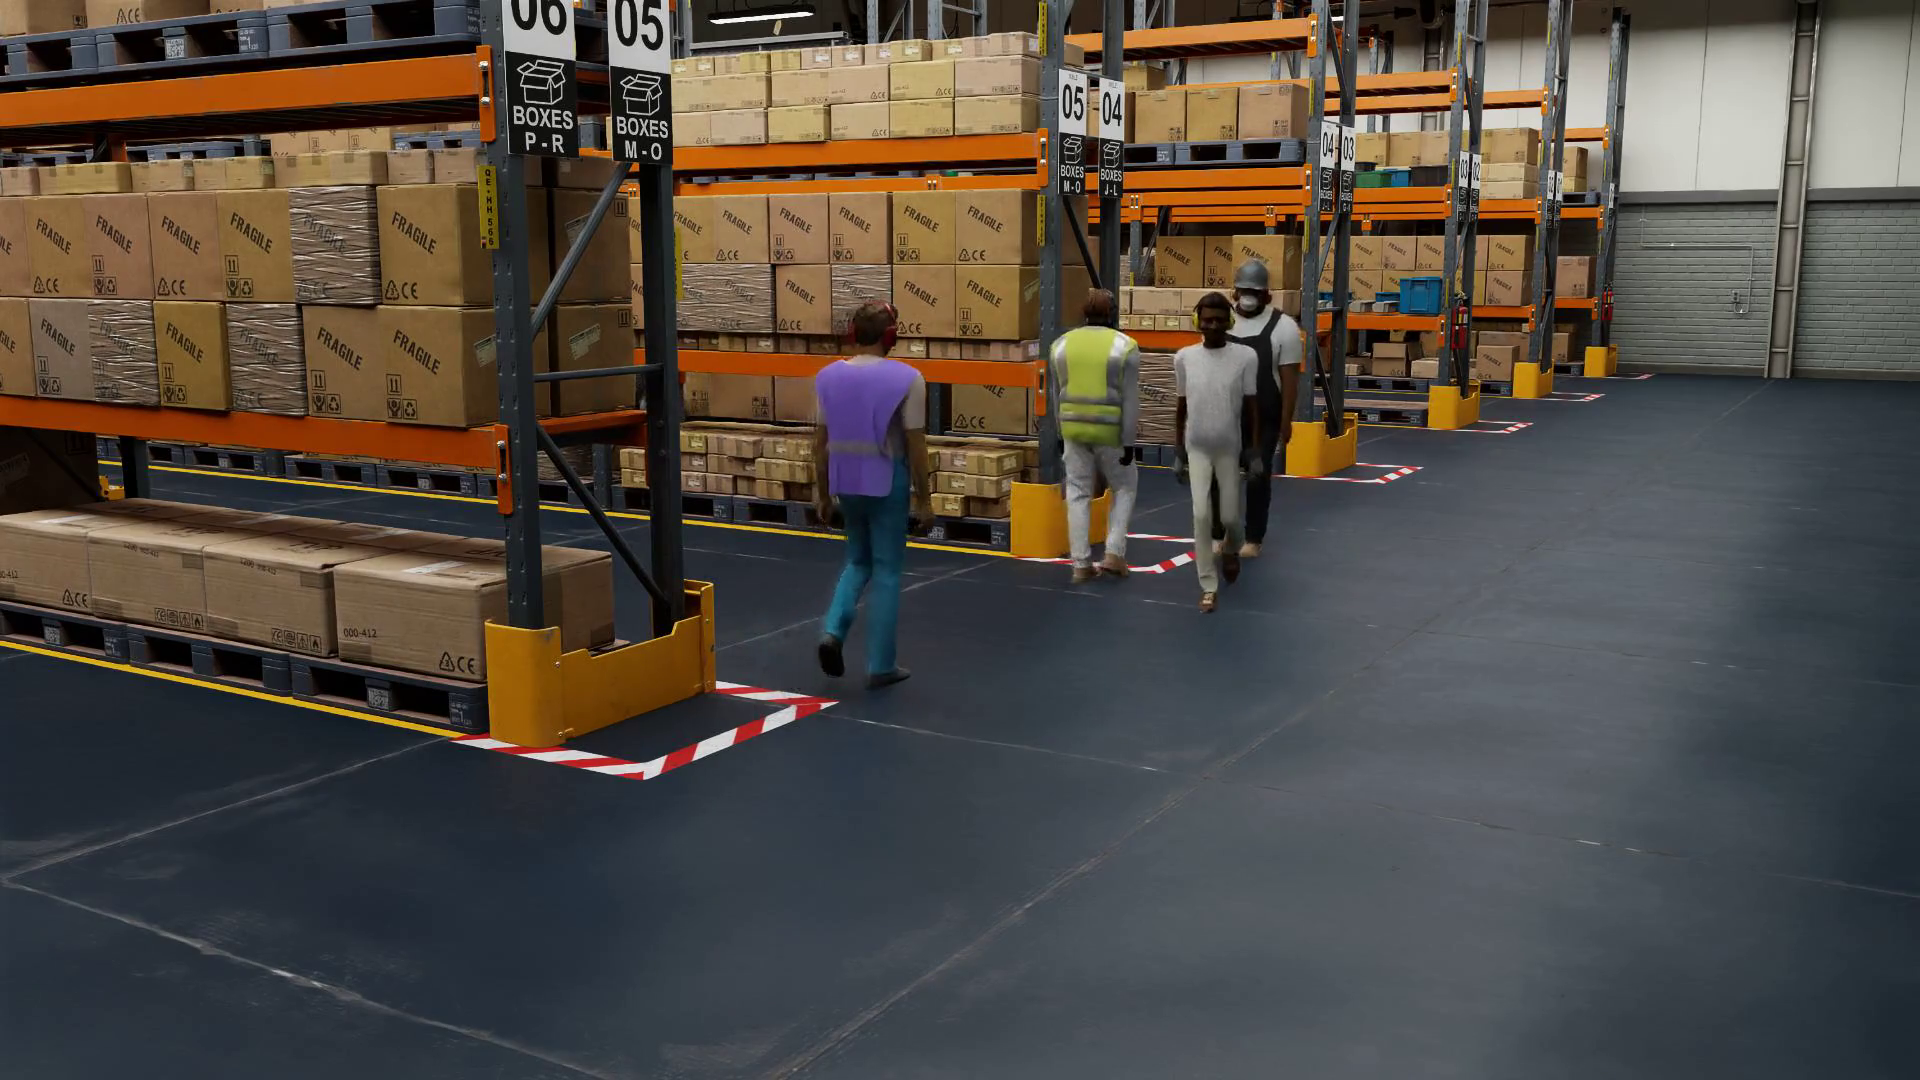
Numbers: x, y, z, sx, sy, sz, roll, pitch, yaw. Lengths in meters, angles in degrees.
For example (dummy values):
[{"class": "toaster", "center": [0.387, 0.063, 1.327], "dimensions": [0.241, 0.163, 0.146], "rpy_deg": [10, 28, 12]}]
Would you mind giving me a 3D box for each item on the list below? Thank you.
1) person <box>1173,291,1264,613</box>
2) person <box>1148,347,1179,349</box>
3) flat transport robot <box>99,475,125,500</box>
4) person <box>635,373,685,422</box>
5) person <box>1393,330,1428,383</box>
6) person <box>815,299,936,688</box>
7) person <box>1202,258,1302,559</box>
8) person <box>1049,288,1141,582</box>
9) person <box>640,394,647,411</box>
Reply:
[{"class": "person", "center": [1.509, -0.529, 9.698], "dimensions": [0.534, 1.840, 0.730], "rpy_deg": [3, 10, 16]}, {"class": "person", "center": [2.511, -2.405, 20.411], "dimensions": [0.457, 1.918, 0.651], "rpy_deg": [5, 11, 26]}, {"class": "flat transport robot", "center": [-7.510, -0.375, 13.355], "dimensions": [0.652, 0.197, 1.431], "rpy_deg": [6, 11, 30]}, {"class": "person", "center": [-2.984, -1.676, 16.175], "dimensions": [1.003, 1.925, 0.603], "rpy_deg": [5, 11, 27]}, {"class": "person", "center": [7.204, -3.489, 26.644], "dimensions": [0.693, 1.965, 0.611], "rpy_deg": [7, 12, 36]}, {"class": "person", "center": [-0.409, -0.204, 7.797], "dimensions": [0.582, 1.832, 0.445], "rpy_deg": [6, 11, 30]}, {"class": "person", "center": [1.883, -0.861, 11.023], "dimensions": [0.696, 2.000, 0.685], "rpy_deg": [4, 11, 24]}, {"class": "person", "center": [0.863, -0.647, 10.396], "dimensions": [0.626, 1.825, 0.489], "rpy_deg": [5, 11, 26]}, {"class": "person", "center": [-3.352, -1.992, 17.955], "dimensions": [0.629, 1.937, 0.378], "rpy_deg": [-8, 13, -39]}]
